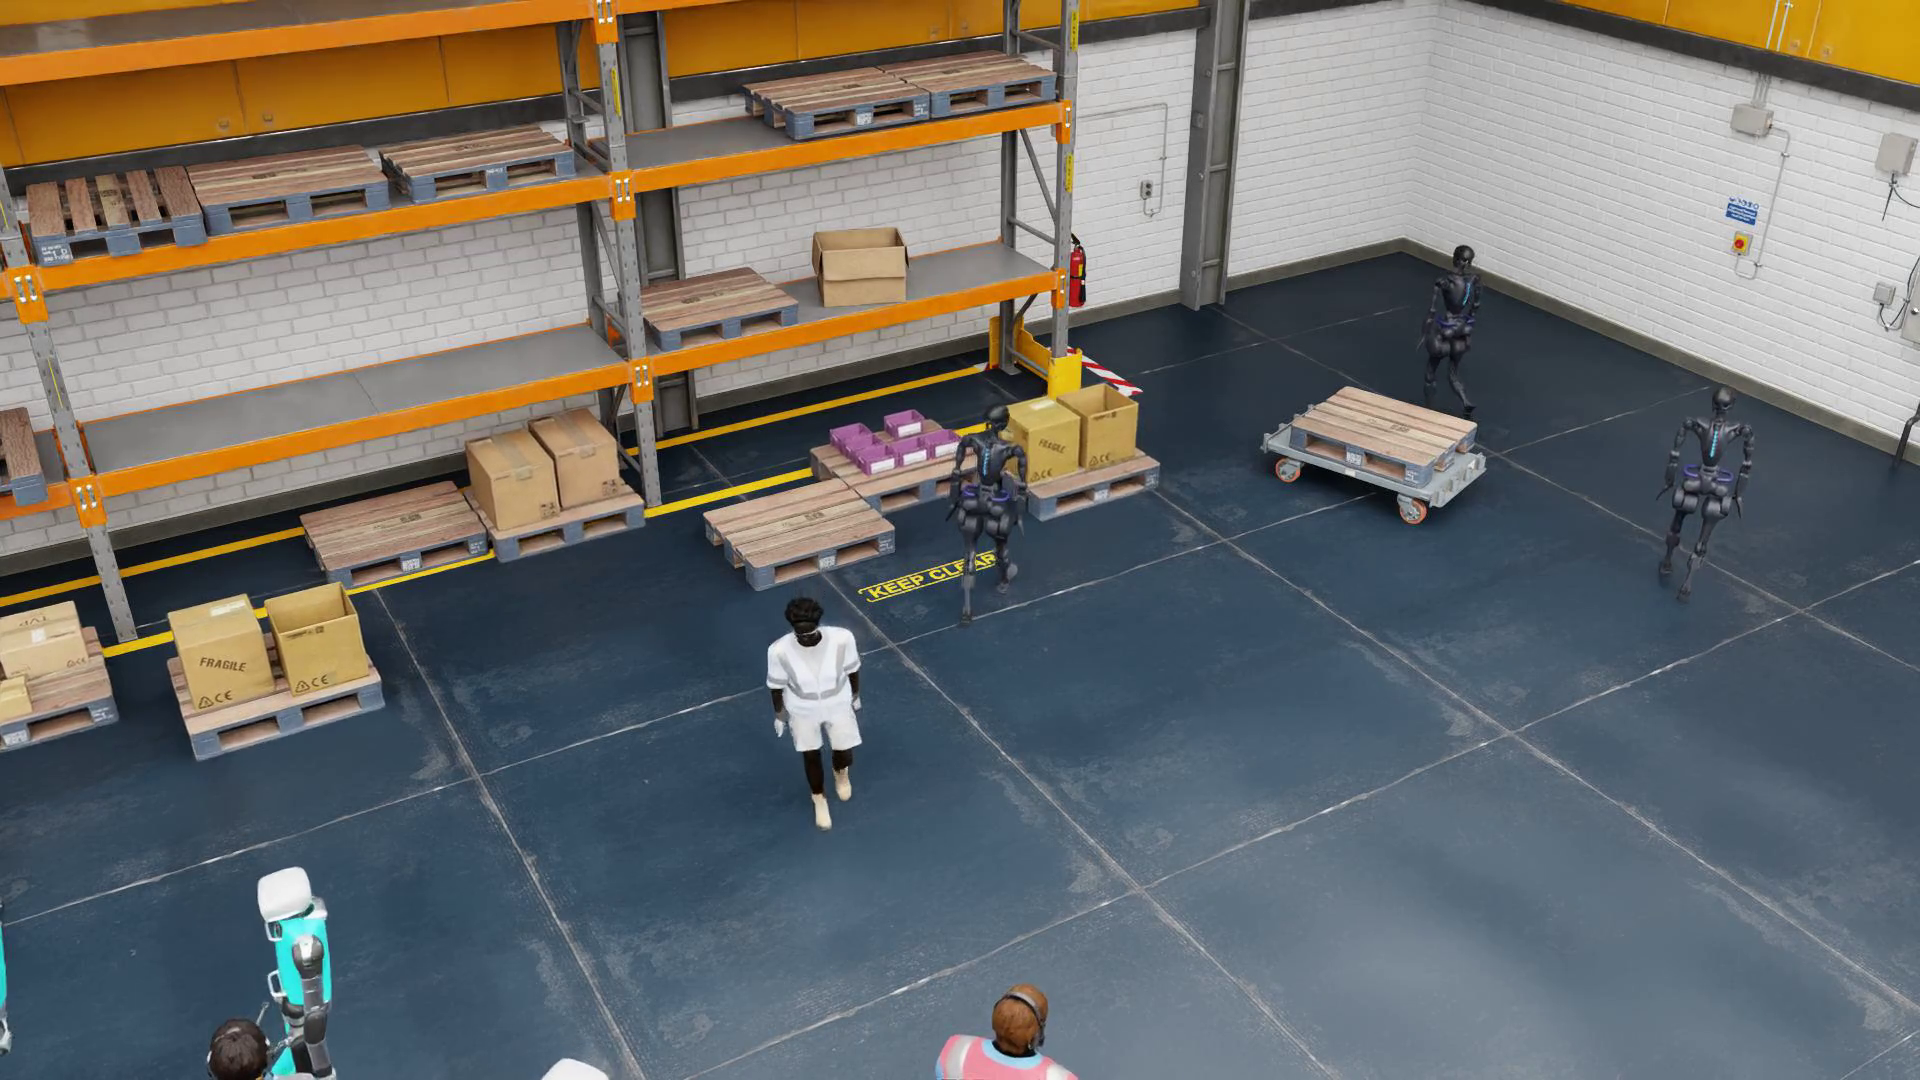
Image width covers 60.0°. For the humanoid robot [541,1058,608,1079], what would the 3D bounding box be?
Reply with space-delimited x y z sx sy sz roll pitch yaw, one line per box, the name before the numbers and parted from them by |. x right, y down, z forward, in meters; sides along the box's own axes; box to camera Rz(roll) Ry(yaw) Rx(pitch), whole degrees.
humanoid robot | -1.393 2.652 6.865 0.563 1.858 0.875 9 31 15

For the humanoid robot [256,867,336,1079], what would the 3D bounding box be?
humanoid robot | -3.185 2.307 7.420 0.945 1.787 0.548 -15 33 -24

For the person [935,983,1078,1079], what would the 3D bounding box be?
person | 0.212 2.563 6.856 0.628 1.835 0.431 12 32 20

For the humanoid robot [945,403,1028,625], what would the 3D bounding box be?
humanoid robot | 0.185 -0.236 12.016 0.621 1.615 0.799 9 31 15

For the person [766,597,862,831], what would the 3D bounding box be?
person | -0.848 1.000 9.765 0.555 1.668 0.443 -4 30 -8

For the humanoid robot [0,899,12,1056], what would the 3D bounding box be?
humanoid robot | -4.523 2.301 7.400 0.893 1.738 0.549 -5 30 -8

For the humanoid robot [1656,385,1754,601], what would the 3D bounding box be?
humanoid robot | 5.484 -0.395 12.255 0.600 1.638 0.645 13 32 22

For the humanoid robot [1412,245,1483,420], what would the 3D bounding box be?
humanoid robot | 4.370 -1.798 14.743 0.588 1.642 0.554 -12 32 -20

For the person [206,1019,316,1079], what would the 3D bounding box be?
person | -2.685 2.661 6.627 0.534 1.880 0.416 -17 34 -27
